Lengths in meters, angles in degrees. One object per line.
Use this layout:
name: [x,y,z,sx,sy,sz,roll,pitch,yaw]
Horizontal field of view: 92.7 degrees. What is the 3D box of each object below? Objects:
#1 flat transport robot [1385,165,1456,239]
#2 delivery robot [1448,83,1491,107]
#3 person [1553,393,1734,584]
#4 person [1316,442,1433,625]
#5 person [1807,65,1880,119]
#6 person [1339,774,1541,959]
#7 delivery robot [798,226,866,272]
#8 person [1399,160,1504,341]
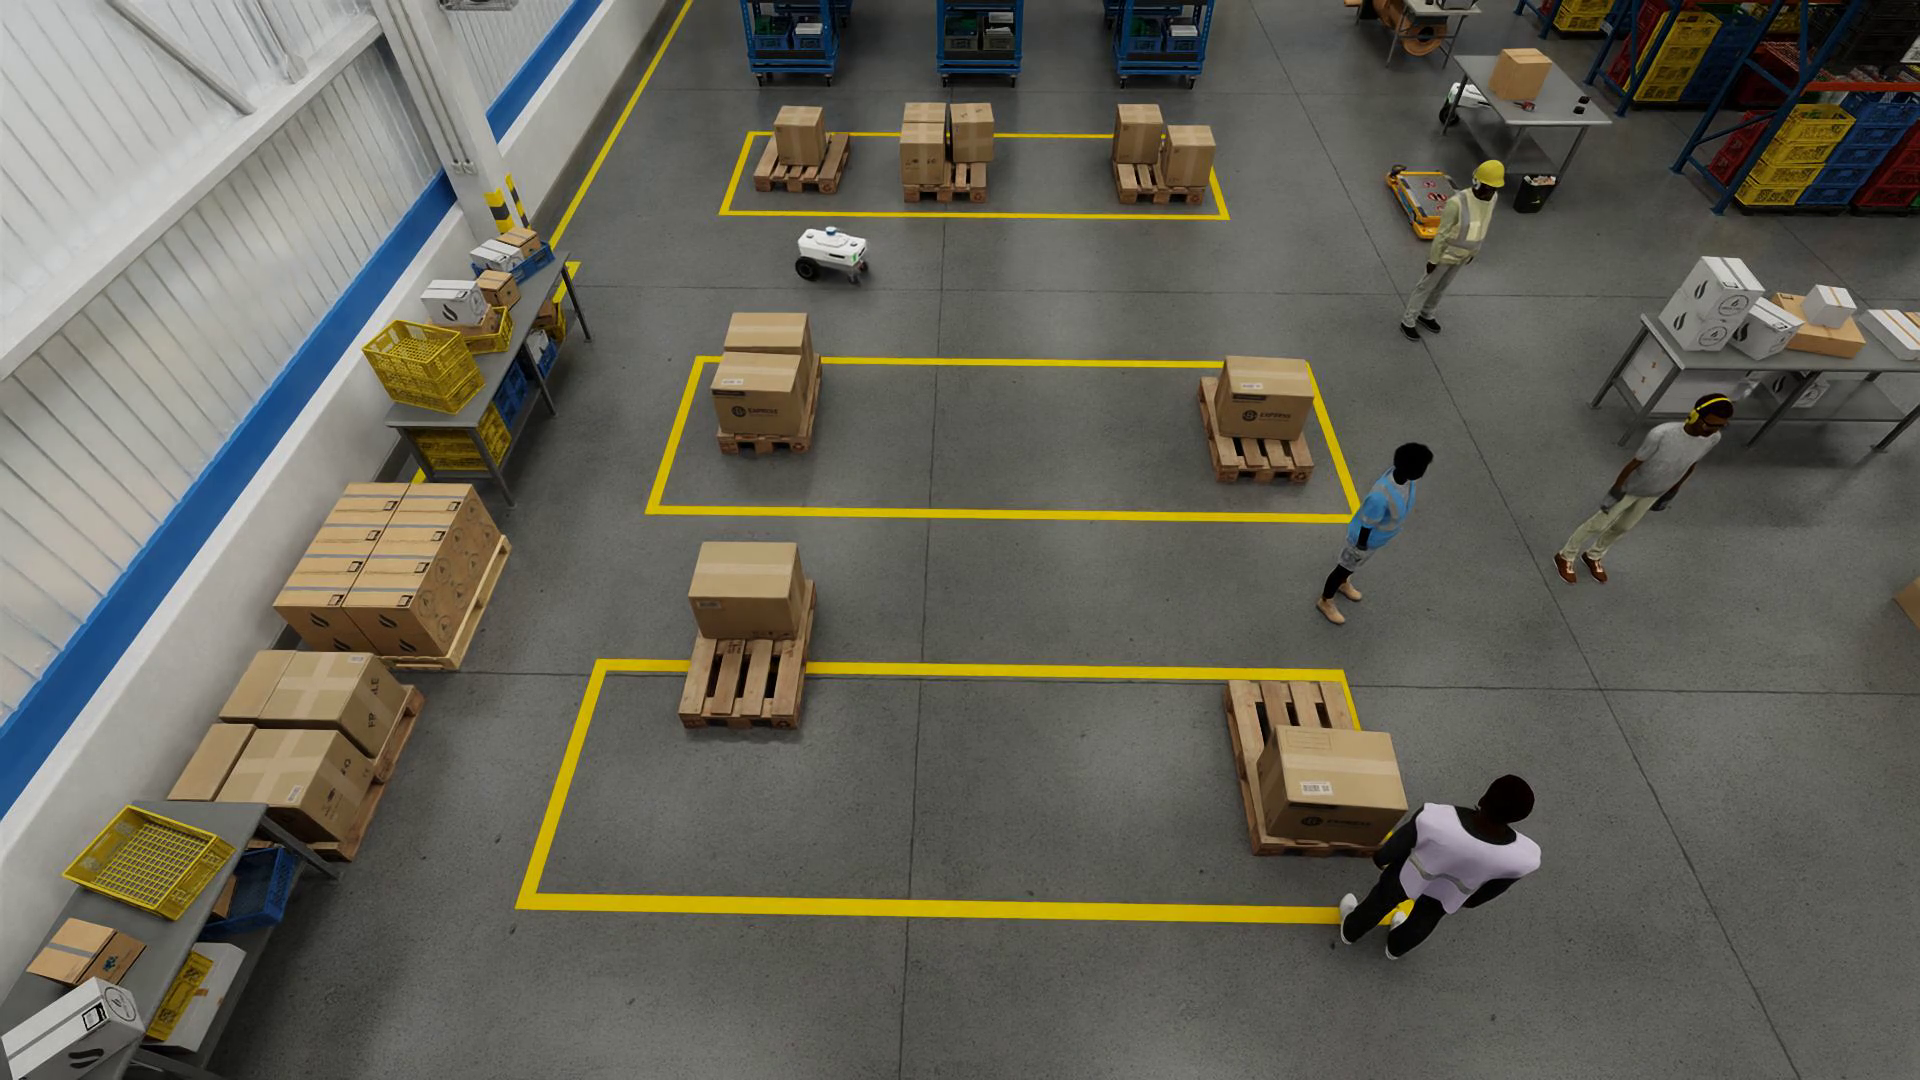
flat transport robot: [5.692,-4.094,11.059,0.652,0.197,1.431,1,49,1]
delivery robot: [7.026,-5.993,12.456,0.707,0.478,0.477,24,53,19]
person: [5.043,-0.350,6.782,0.502,1.856,0.328,2,49,2]
person: [2.983,-0.058,6.628,0.318,1.697,0.533,35,58,26]
person: [11.919,-6.411,12.007,0.358,1.883,0.577,-19,52,-16]
person: [2.529,1.794,4.890,0.582,1.911,0.395,17,51,14]
delivery robot: [-1.392,-3.191,10.030,0.707,0.478,0.477,14,51,12]
person: [4.806,-2.802,8.914,0.589,1.834,0.403,-21,52,-17]
